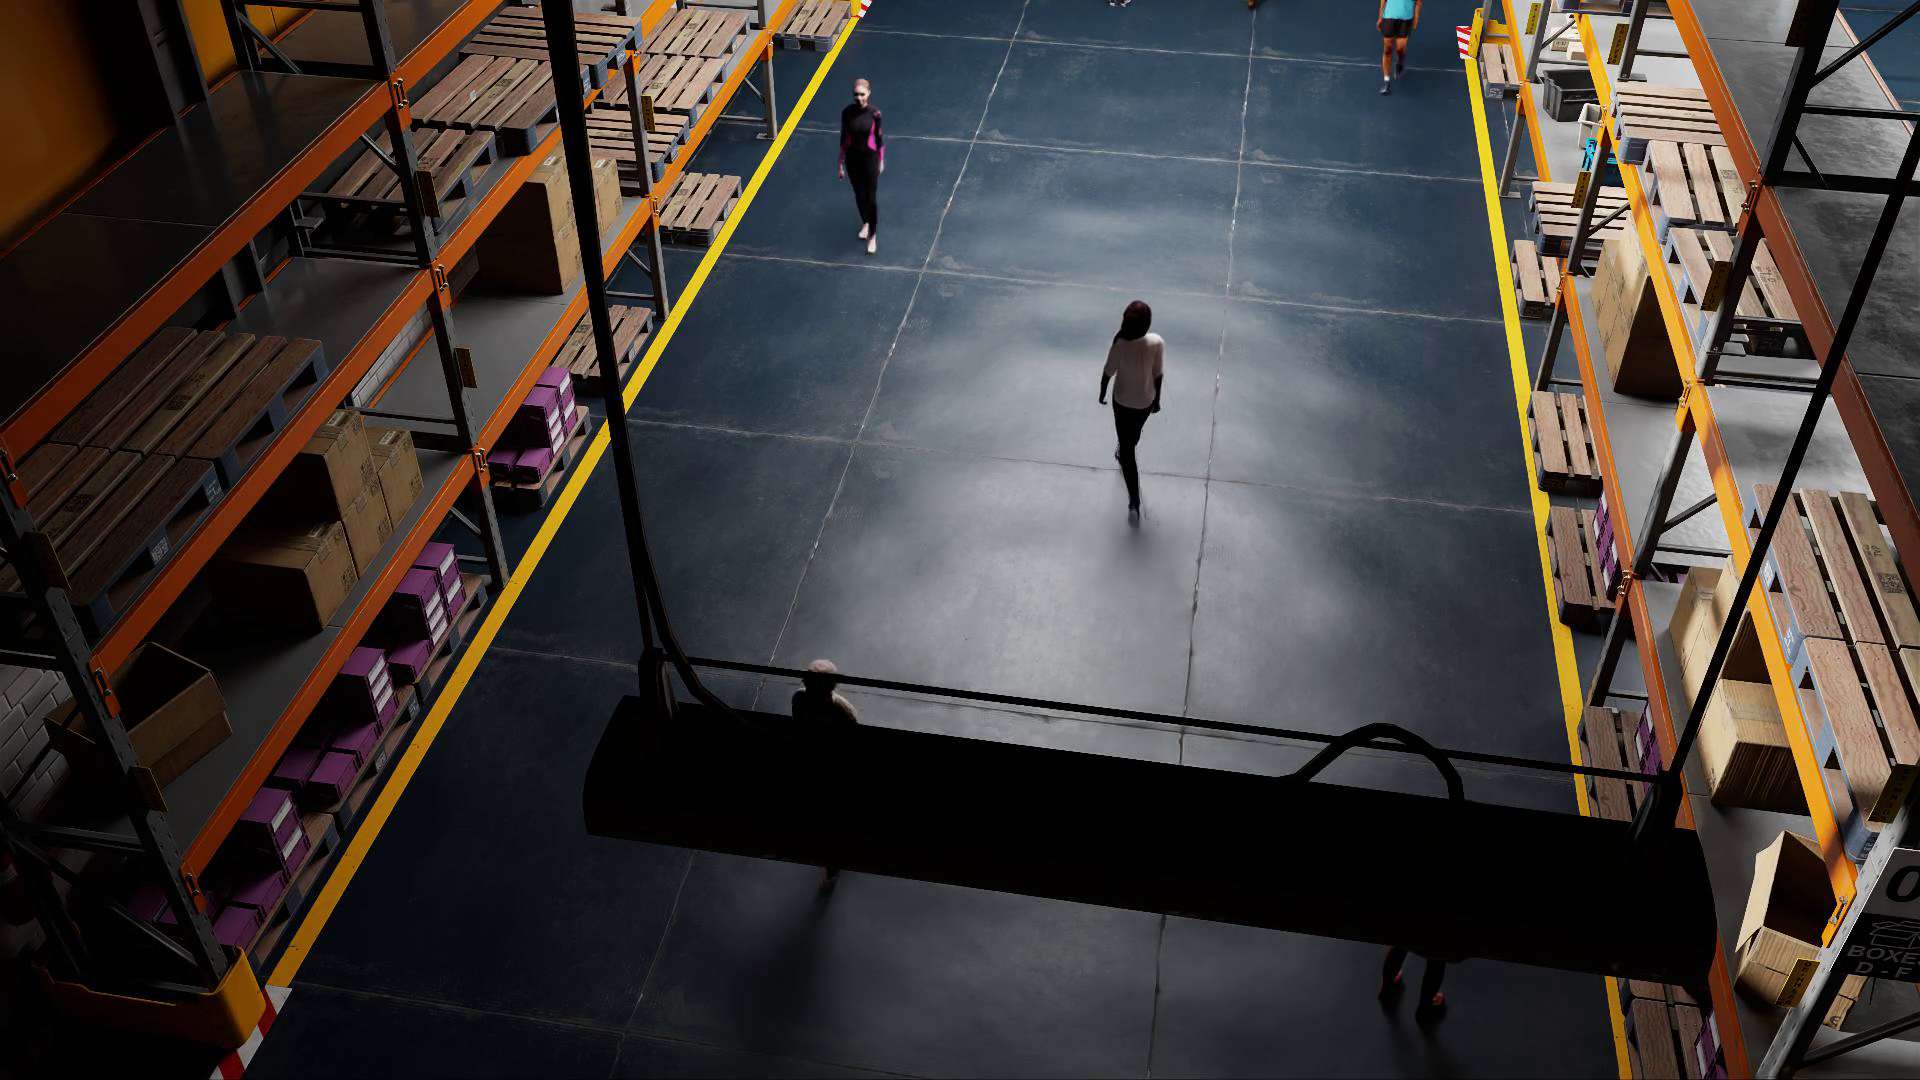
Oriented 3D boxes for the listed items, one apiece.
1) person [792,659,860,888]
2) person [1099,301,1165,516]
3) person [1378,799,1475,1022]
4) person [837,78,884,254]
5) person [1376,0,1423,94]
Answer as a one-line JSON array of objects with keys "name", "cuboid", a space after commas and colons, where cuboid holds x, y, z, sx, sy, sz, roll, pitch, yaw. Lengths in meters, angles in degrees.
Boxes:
[{"name": "person", "cuboid": [-0.760, 1.359, 10.102, 0.742, 1.744, 0.882, 17, 42, 20]}, {"name": "person", "cuboid": [1.375, -1.006, 13.061, 0.872, 1.747, 1.214, -5, 39, -6]}, {"name": "person", "cuboid": [2.642, 2.060, 9.308, 0.745, 1.640, 0.732, 27, 46, 30]}, {"name": "person", "cuboid": [-0.959, -3.804, 16.585, 0.576, 1.721, 0.774, 8, 39, 10]}, {"name": "person", "cuboid": [5.137, -6.143, 19.480, 0.697, 1.763, 0.802, 13, 40, 16]}]
